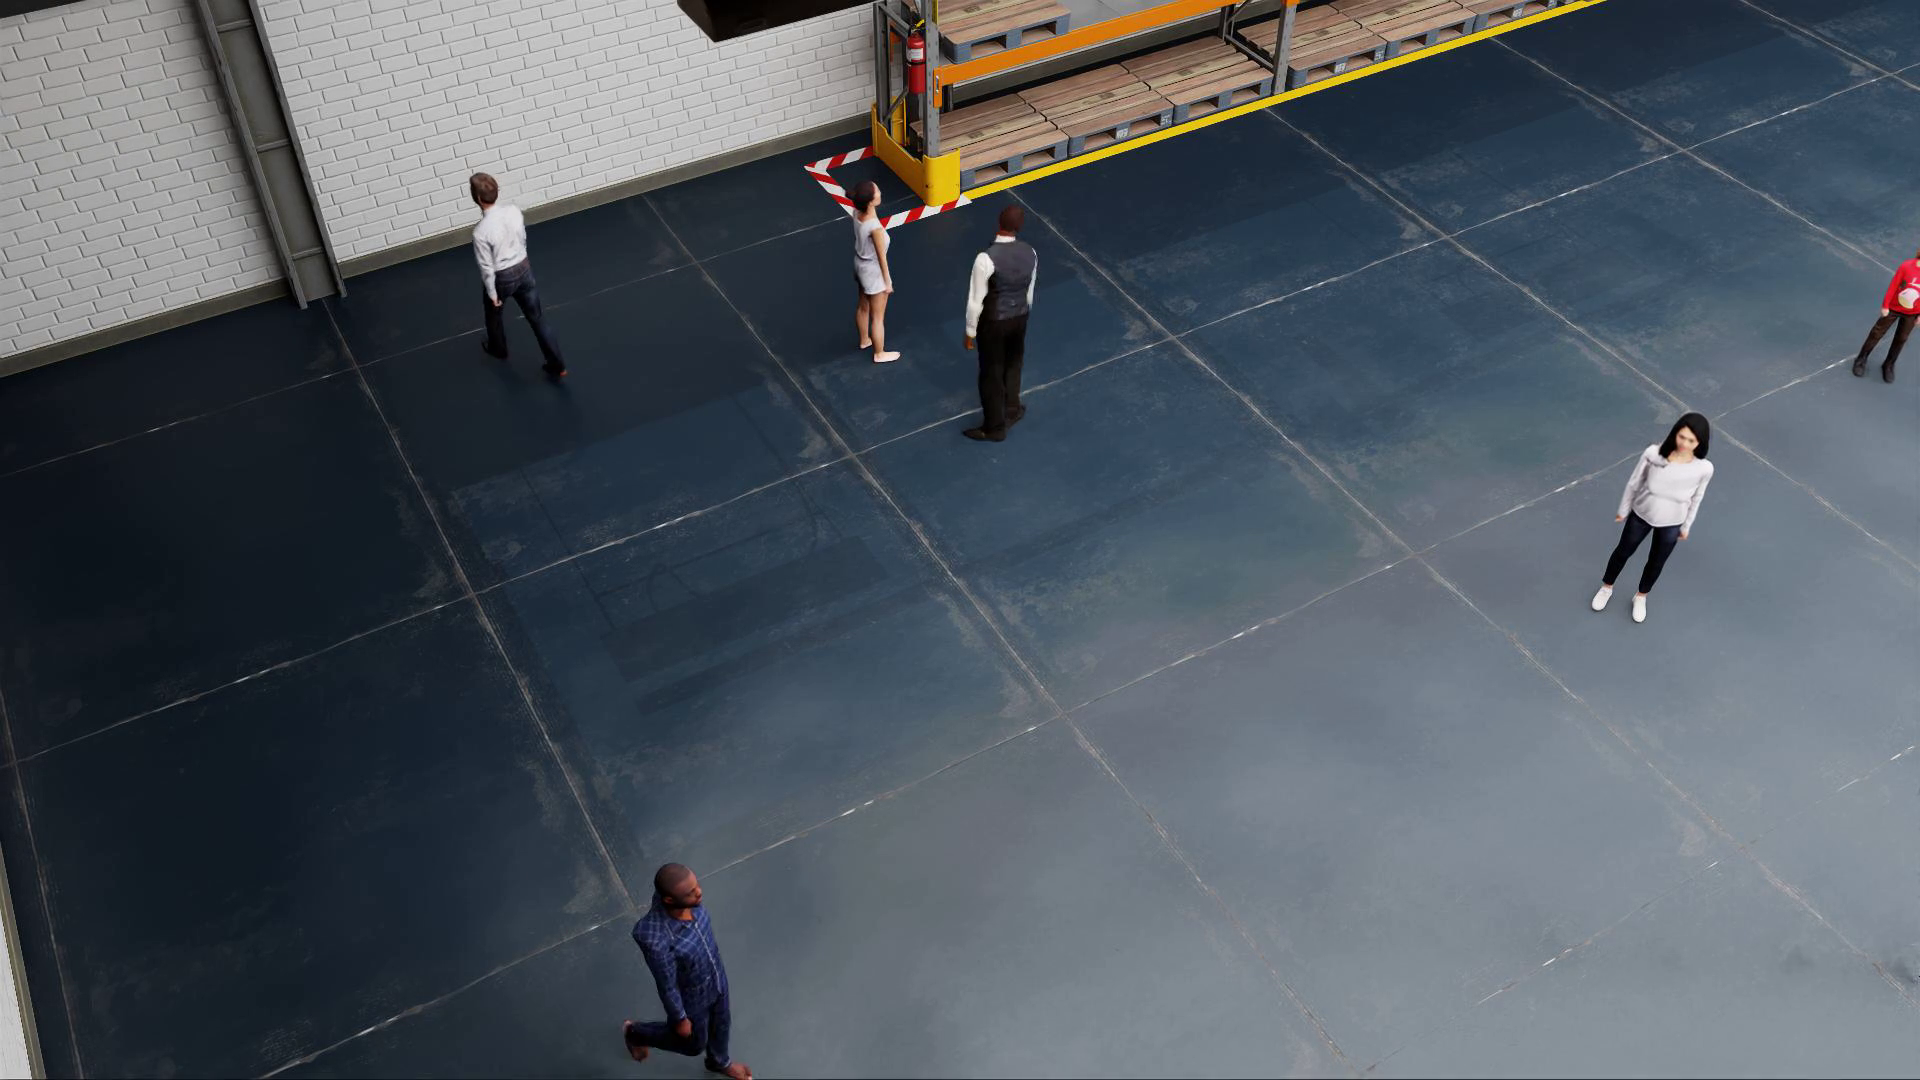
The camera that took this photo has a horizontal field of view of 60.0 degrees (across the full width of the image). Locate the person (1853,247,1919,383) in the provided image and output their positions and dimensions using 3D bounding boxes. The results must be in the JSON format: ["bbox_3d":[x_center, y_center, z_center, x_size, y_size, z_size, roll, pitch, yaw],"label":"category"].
[{"bbox_3d":[7.417,-1.830,13.061,0.565,1.281,0.616,14,45,14],"label":"person"}]

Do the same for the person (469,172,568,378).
[{"bbox_3d":[-3.436,-2.019,12.894,0.932,1.785,1.123,32,52,29],"label":"person"}]

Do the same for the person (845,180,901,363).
[{"bbox_3d":[-0.704,-2.129,13.144,0.568,1.600,0.560,-23,48,-23],"label":"person"}]

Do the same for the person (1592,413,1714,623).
[{"bbox_3d":[4.617,-0.159,11.003,0.706,1.700,0.737,16,46,17],"label":"person"}]

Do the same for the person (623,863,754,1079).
[{"bbox_3d":[-1.451,2.222,8.429,1.032,1.802,0.982,11,45,11],"label":"person"}]

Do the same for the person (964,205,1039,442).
[{"bbox_3d":[0.326,-1.581,12.362,0.833,1.884,0.553,34,53,31],"label":"person"}]
